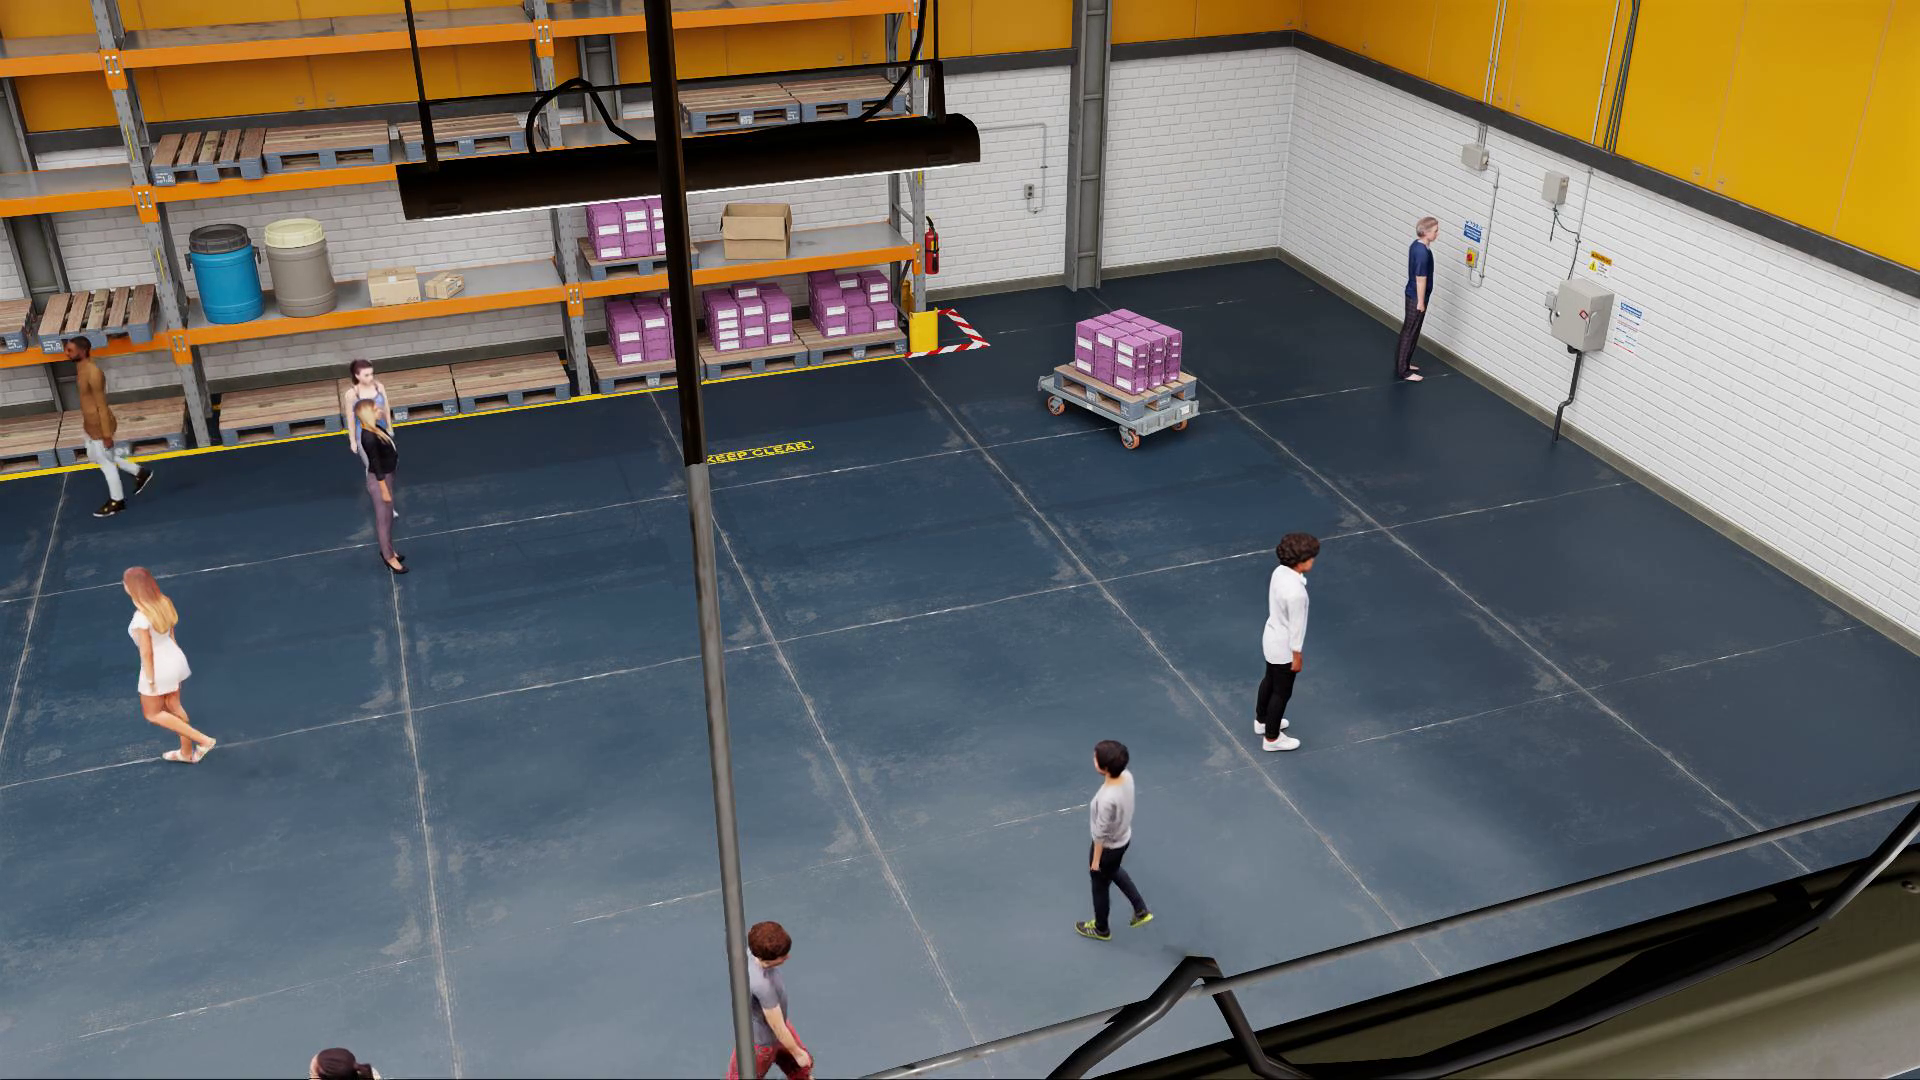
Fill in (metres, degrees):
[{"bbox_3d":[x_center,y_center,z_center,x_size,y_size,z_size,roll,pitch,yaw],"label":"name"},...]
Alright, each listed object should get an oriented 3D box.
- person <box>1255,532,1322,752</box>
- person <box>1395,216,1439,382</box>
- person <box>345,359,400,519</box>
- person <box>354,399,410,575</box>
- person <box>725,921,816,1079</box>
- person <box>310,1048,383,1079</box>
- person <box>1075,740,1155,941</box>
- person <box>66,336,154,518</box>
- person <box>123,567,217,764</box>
[{"bbox_3d":[2.433,0.751,12.497,0.628,1.805,0.671,-3,29,-6],"label":"person"},{"bbox_3d":[5.178,-2.754,18.855,0.724,1.870,0.738,4,29,8],"label":"person"},{"bbox_3d":[-5.670,-1.009,15.953,0.994,1.584,0.912,-23,36,-36],"label":"person"},{"bbox_3d":[-5.206,-0.494,14.919,0.524,1.672,0.591,-9,30,-16],"label":"person"},{"bbox_3d":[-1.166,2.735,9.067,1.148,1.606,0.785,-3,29,-5],"label":"person"},{"bbox_3d":[-2.892,3.149,8.295,0.775,1.618,0.758,4,29,8],"label":"person"},{"bbox_3d":[1.028,1.941,10.589,0.841,1.543,0.790,15,32,26],"label":"person"},{"bbox_3d":[-8.157,-1.122,15.927,0.973,1.808,0.836,-23,36,-36],"label":"person"},{"bbox_3d":[-5.794,0.961,12.242,0.825,1.679,0.735,2,29,4],"label":"person"}]
